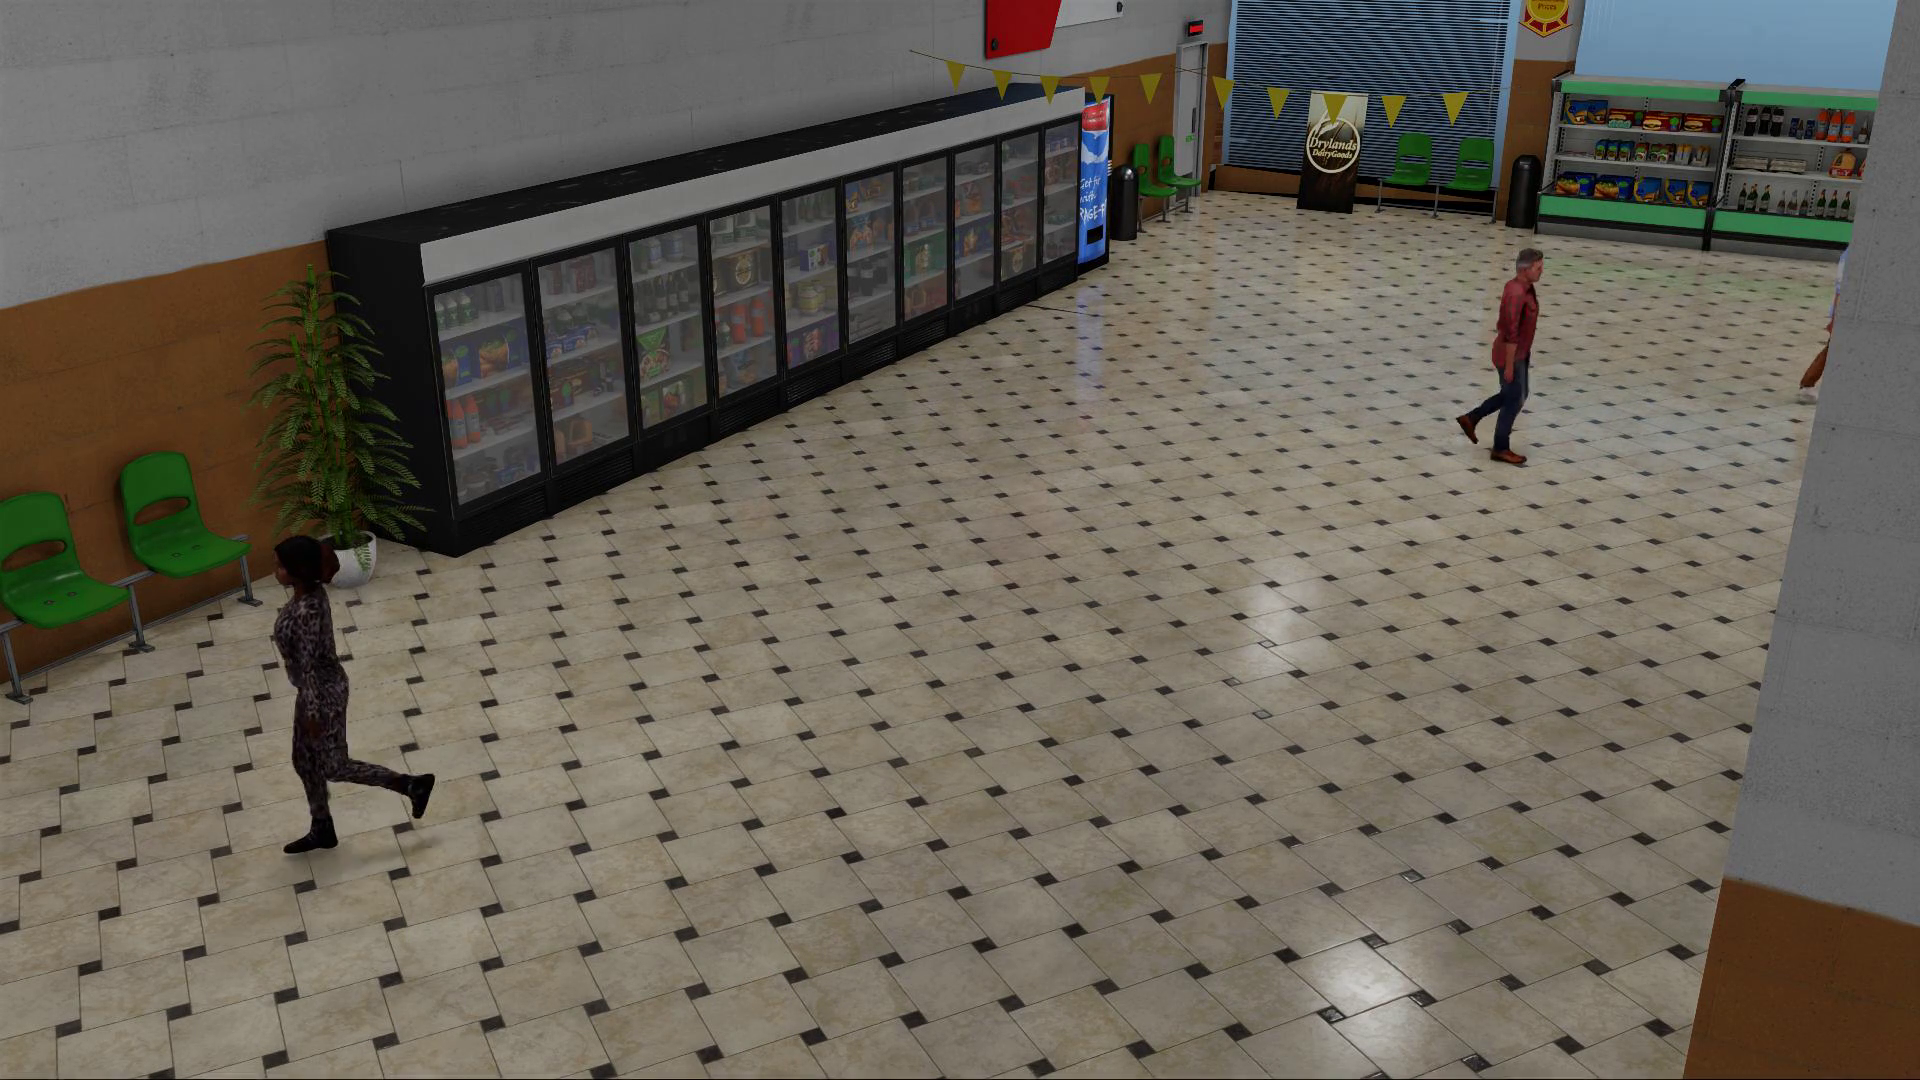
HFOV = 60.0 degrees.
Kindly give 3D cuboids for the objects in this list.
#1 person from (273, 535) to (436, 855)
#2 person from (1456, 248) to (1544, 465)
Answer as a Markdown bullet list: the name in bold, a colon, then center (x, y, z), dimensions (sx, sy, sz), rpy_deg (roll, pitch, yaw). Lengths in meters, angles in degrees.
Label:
- **person**: center (-3.064, 0.776, 8.209), dimensions (1.018, 1.696, 0.989), rpy_deg (-7, 23, -16)
- **person**: center (4.481, -1.527, 13.786), dimensions (0.900, 1.811, 0.786), rpy_deg (7, 23, 17)
